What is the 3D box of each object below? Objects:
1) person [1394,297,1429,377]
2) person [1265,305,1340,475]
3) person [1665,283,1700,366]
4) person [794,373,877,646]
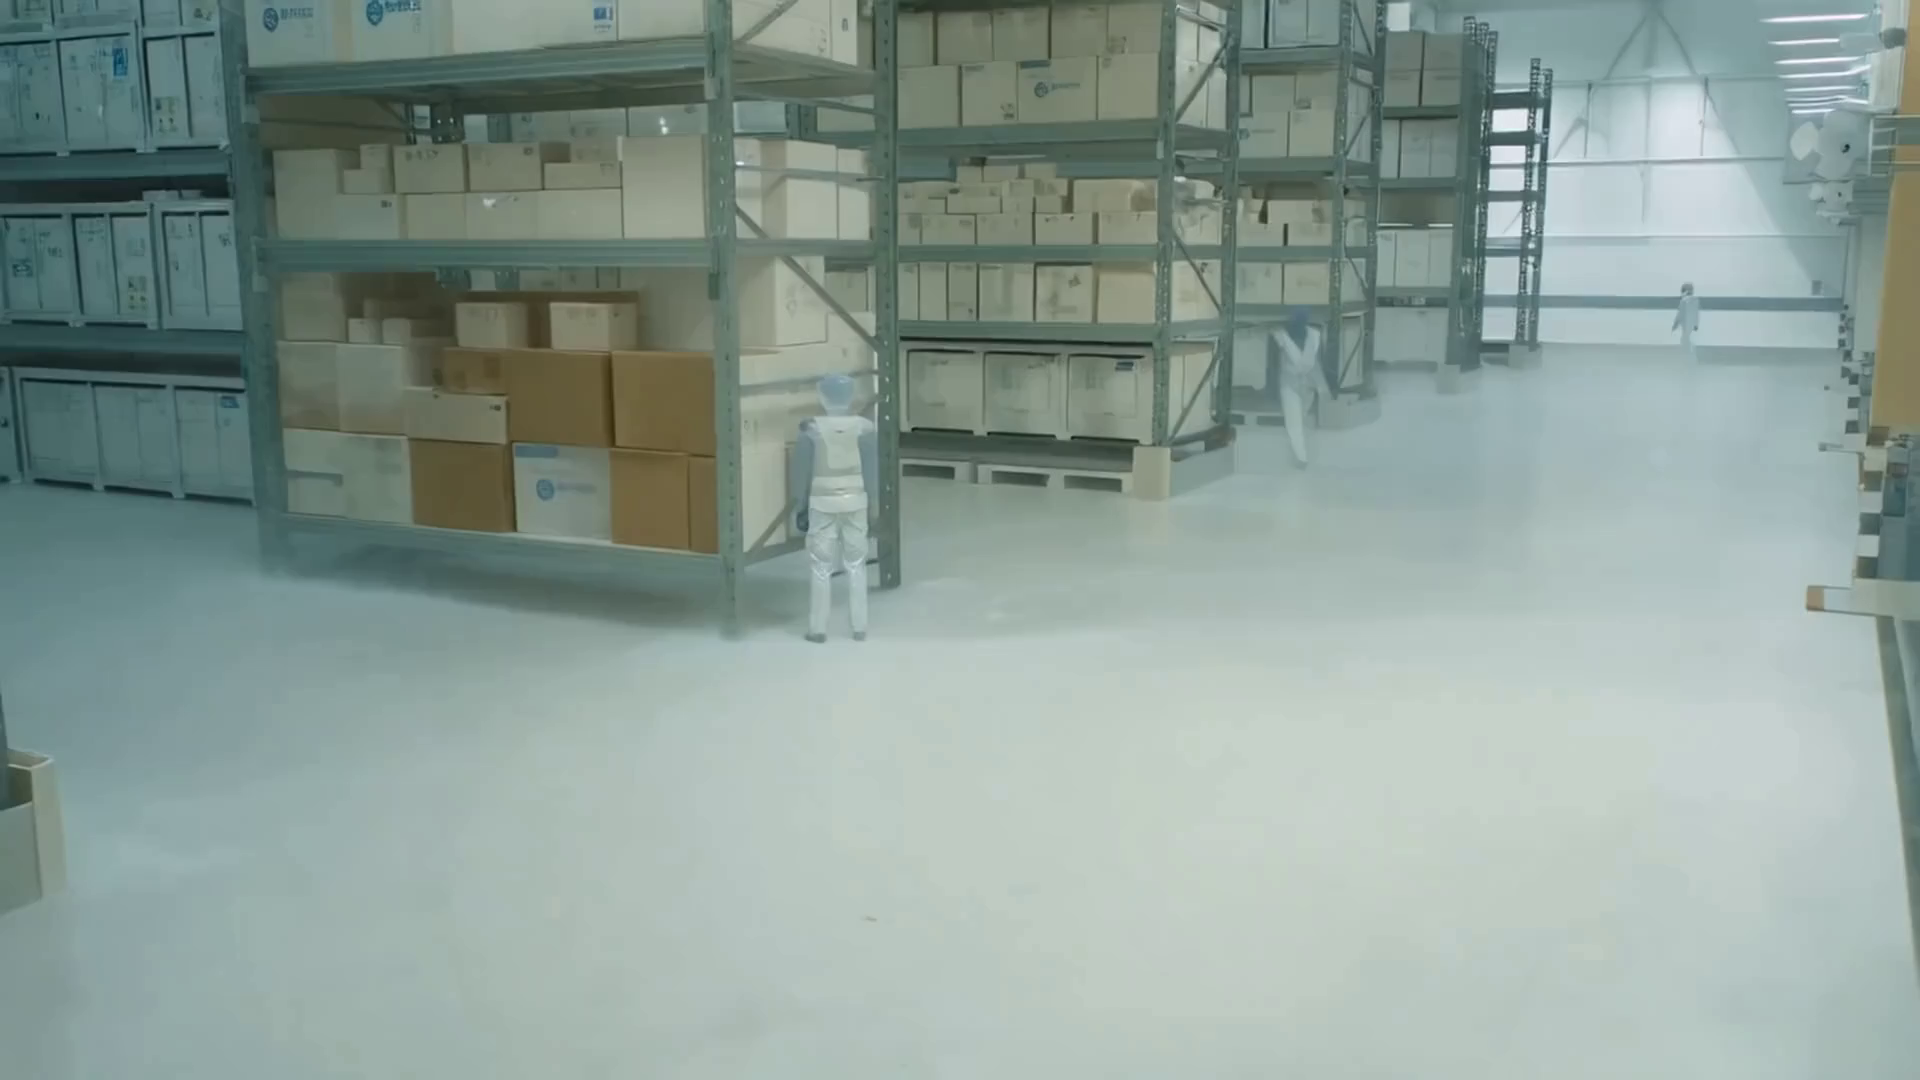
[{"bbox_3d":[8.495,-3.963,31.059,0.552,1.895,0.798,-6,12,-33],"label":"person"},{"bbox_3d":[3.620,-1.598,17.668,0.707,1.785,0.963,-2,10,-13],"label":"person"},{"bbox_3d":[15.005,-4.455,34.448,0.568,1.701,0.872,-7,12,-37],"label":"person"},{"bbox_3d":[-0.731,-0.177,9.887,0.518,1.631,0.317,-4,11,-23],"label":"person"}]
